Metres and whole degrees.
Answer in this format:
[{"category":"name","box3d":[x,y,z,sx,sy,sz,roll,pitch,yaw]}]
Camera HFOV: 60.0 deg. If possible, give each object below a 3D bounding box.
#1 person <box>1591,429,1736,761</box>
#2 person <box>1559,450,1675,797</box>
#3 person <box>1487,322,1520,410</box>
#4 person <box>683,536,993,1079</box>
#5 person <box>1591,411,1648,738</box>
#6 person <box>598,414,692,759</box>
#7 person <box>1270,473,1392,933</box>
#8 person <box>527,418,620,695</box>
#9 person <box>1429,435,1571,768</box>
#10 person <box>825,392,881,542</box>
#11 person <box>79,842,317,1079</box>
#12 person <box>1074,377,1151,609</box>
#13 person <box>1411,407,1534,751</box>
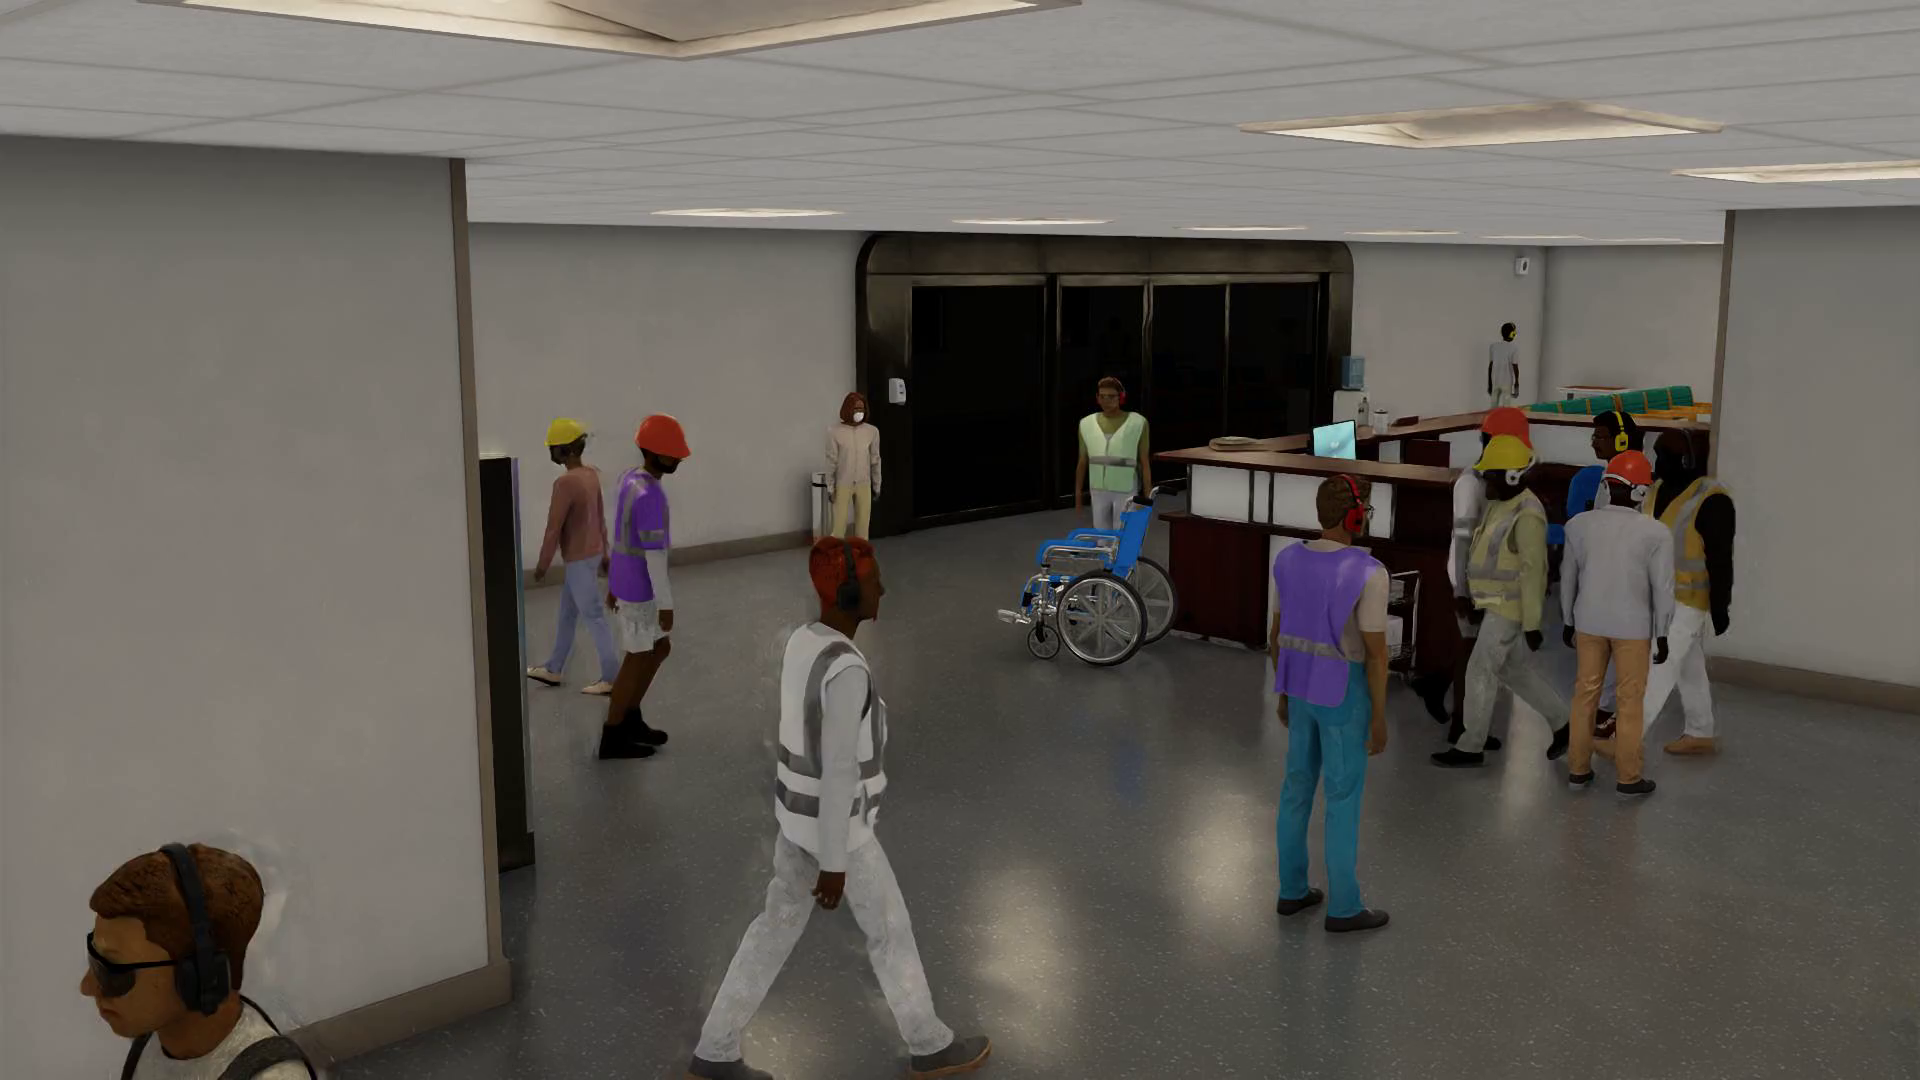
[{"category":"person","box3d":[3.745,0.307,8.952,0.920,1.799,0.646,-1,9,-9]},{"category":"person","box3d":[3.334,0.415,8.437,0.574,1.749,0.337,9,13,43]},{"category":"person","box3d":[8.131,-2.321,24.909,0.321,1.861,0.526,-8,12,-40]},{"category":"person","box3d":[-0.424,0.893,5.306,1.023,1.831,0.593,-4,10,-23]},{"category":"person","box3d":[3.721,0.194,9.483,0.324,1.861,0.510,0,9,0]},{"category":"person","box3d":[-1.710,0.261,8.953,0.581,1.890,0.559,-2,10,-13]},{"category":"person","box3d":[1.475,0.652,6.708,0.389,1.845,0.564,-7,11,-36]},{"category":"person","box3d":[-2.475,0.111,10.368,0.815,1.729,0.528,1,9,7]},{"category":"person","box3d":[2.961,0.332,8.820,0.793,1.798,0.575,1,9,8]},{"category":"person","box3d":[-0.901,-0.440,14.094,0.504,1.627,0.285,-4,10,-25]},{"category":"person","box3d":[-1.098,1.327,2.620,0.704,1.831,0.522,-8,12,-40]},{"category":"person","box3d":[1.179,-0.349,12.889,0.598,1.828,0.457,4,10,25]},{"category":"person","box3d":[2.877,0.204,9.282,0.578,1.907,0.633,7,12,37]}]
